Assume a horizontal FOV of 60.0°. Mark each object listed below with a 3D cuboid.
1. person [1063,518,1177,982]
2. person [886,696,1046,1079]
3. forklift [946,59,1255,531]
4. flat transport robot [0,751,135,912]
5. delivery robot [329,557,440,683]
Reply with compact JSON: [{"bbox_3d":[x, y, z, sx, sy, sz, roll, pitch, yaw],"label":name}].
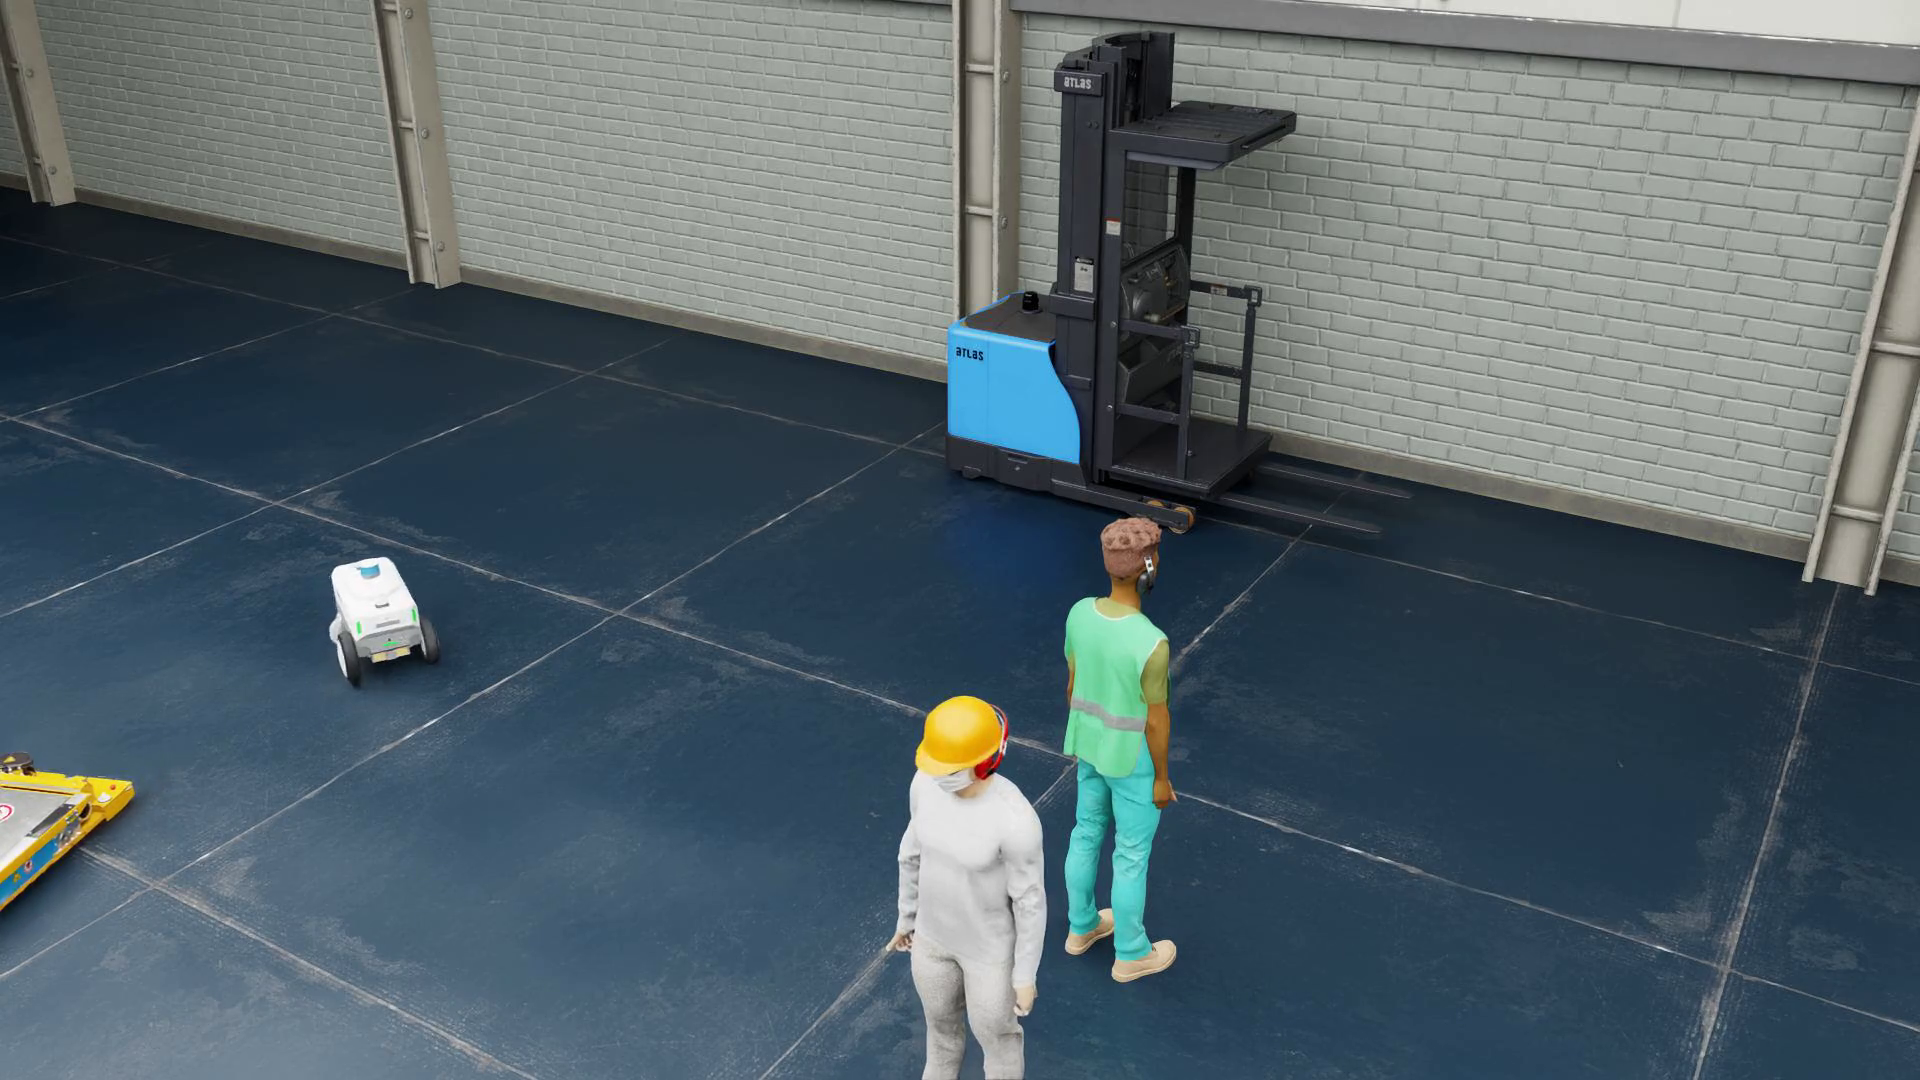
[{"bbox_3d":[0.613,0.835,6.498,0.403,1.978,0.481,-22,33,-38],"label":"person"},{"bbox_3d":[0.020,1.335,5.544,0.571,1.887,0.383,18,31,33],"label":"person"},{"bbox_3d":[0.933,-1.707,10.833,1.873,2.768,1.129,15,29,28],"label":"forklift"},{"bbox_3d":[-4.353,1.415,7.265,0.659,0.231,1.431,4,26,9],"label":"flat transport robot"},{"bbox_3d":[-3.184,0.414,9.069,0.523,0.612,0.783,-13,28,-26],"label":"delivery robot"}]
